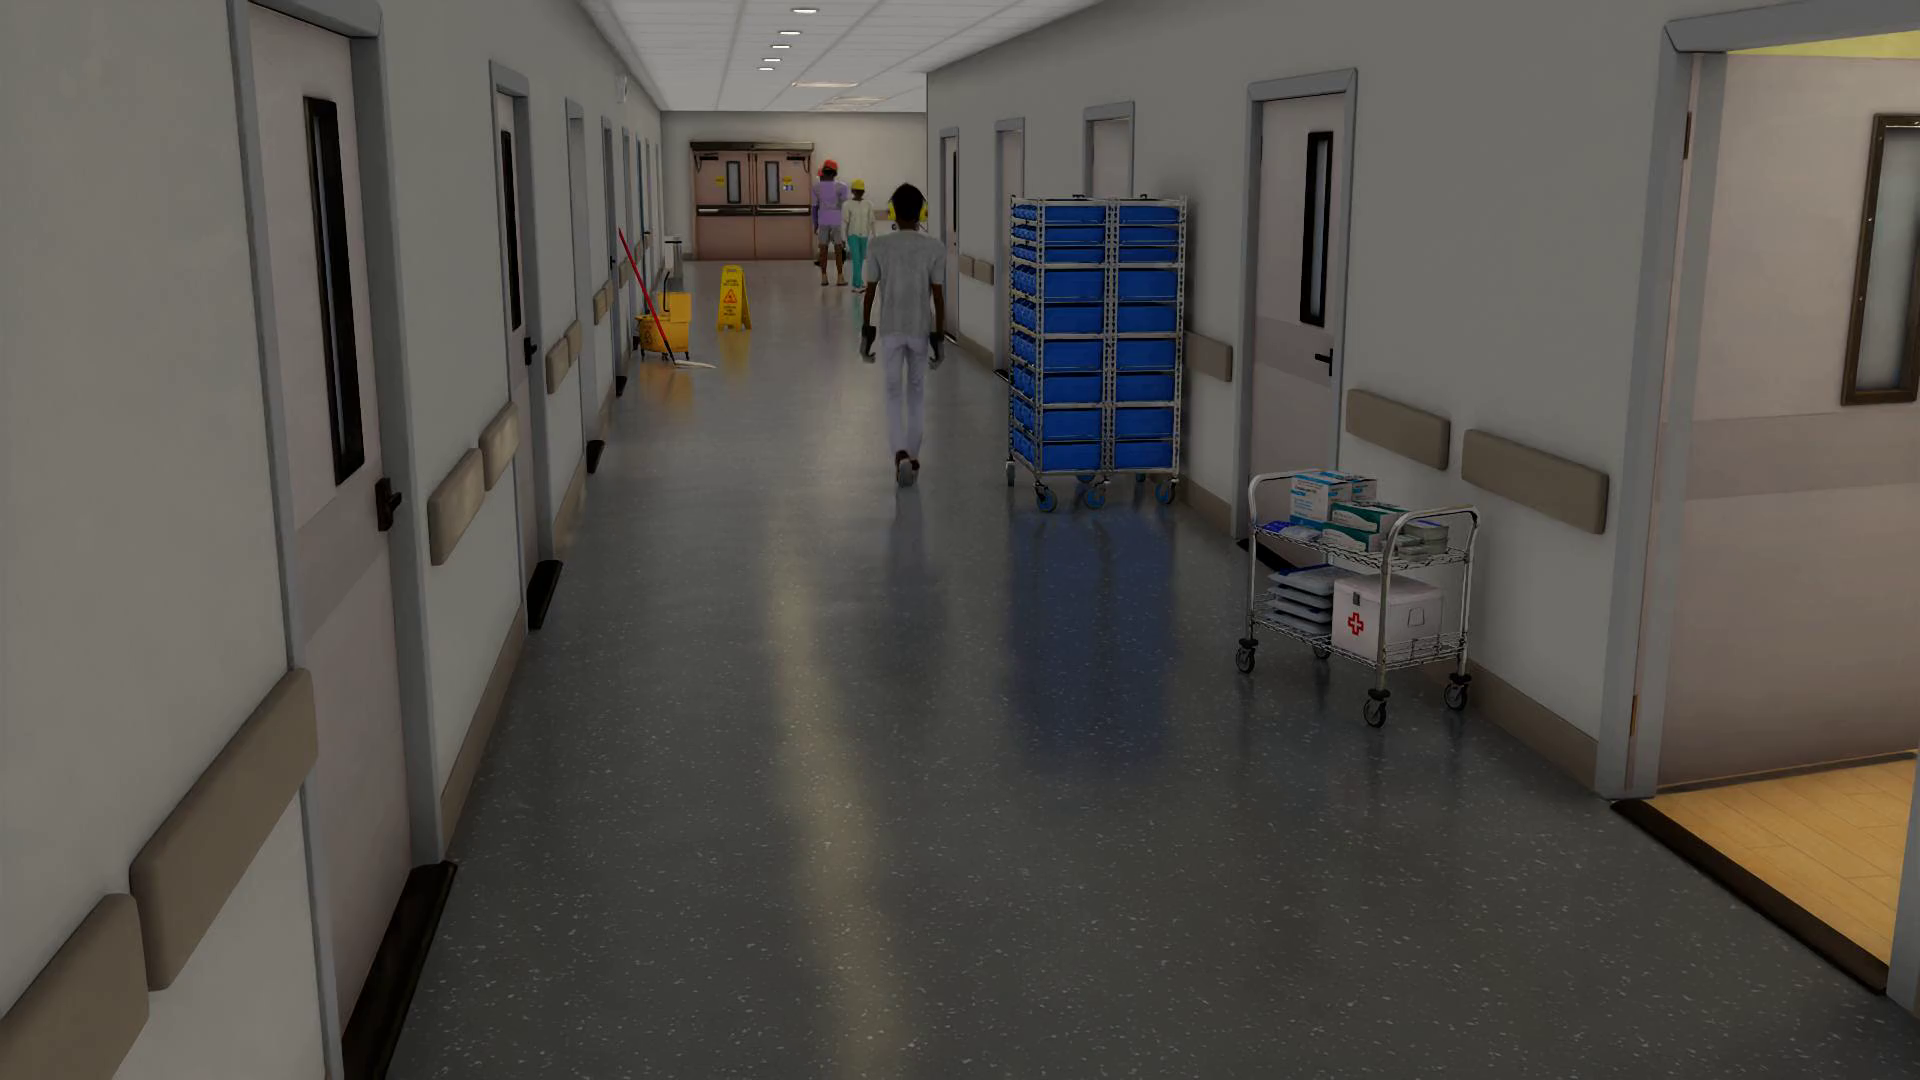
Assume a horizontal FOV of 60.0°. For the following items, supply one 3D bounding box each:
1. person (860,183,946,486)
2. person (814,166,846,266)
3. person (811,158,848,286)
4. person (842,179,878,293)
[{"bbox_3d":[-0.349,-1.264,10.246,0.527,1.836,0.892,-1,13,-4],"label":"person"},{"bbox_3d":[-2.568,-6.286,32.331,0.555,1.922,0.722,-12,17,-42],"label":"person"},{"bbox_3d":[-2.101,-5.163,27.069,0.605,2.045,0.381,2,13,9],"label":"person"},{"bbox_3d":[-1.491,-4.622,25.377,0.527,1.733,0.845,-8,15,-32],"label":"person"}]
